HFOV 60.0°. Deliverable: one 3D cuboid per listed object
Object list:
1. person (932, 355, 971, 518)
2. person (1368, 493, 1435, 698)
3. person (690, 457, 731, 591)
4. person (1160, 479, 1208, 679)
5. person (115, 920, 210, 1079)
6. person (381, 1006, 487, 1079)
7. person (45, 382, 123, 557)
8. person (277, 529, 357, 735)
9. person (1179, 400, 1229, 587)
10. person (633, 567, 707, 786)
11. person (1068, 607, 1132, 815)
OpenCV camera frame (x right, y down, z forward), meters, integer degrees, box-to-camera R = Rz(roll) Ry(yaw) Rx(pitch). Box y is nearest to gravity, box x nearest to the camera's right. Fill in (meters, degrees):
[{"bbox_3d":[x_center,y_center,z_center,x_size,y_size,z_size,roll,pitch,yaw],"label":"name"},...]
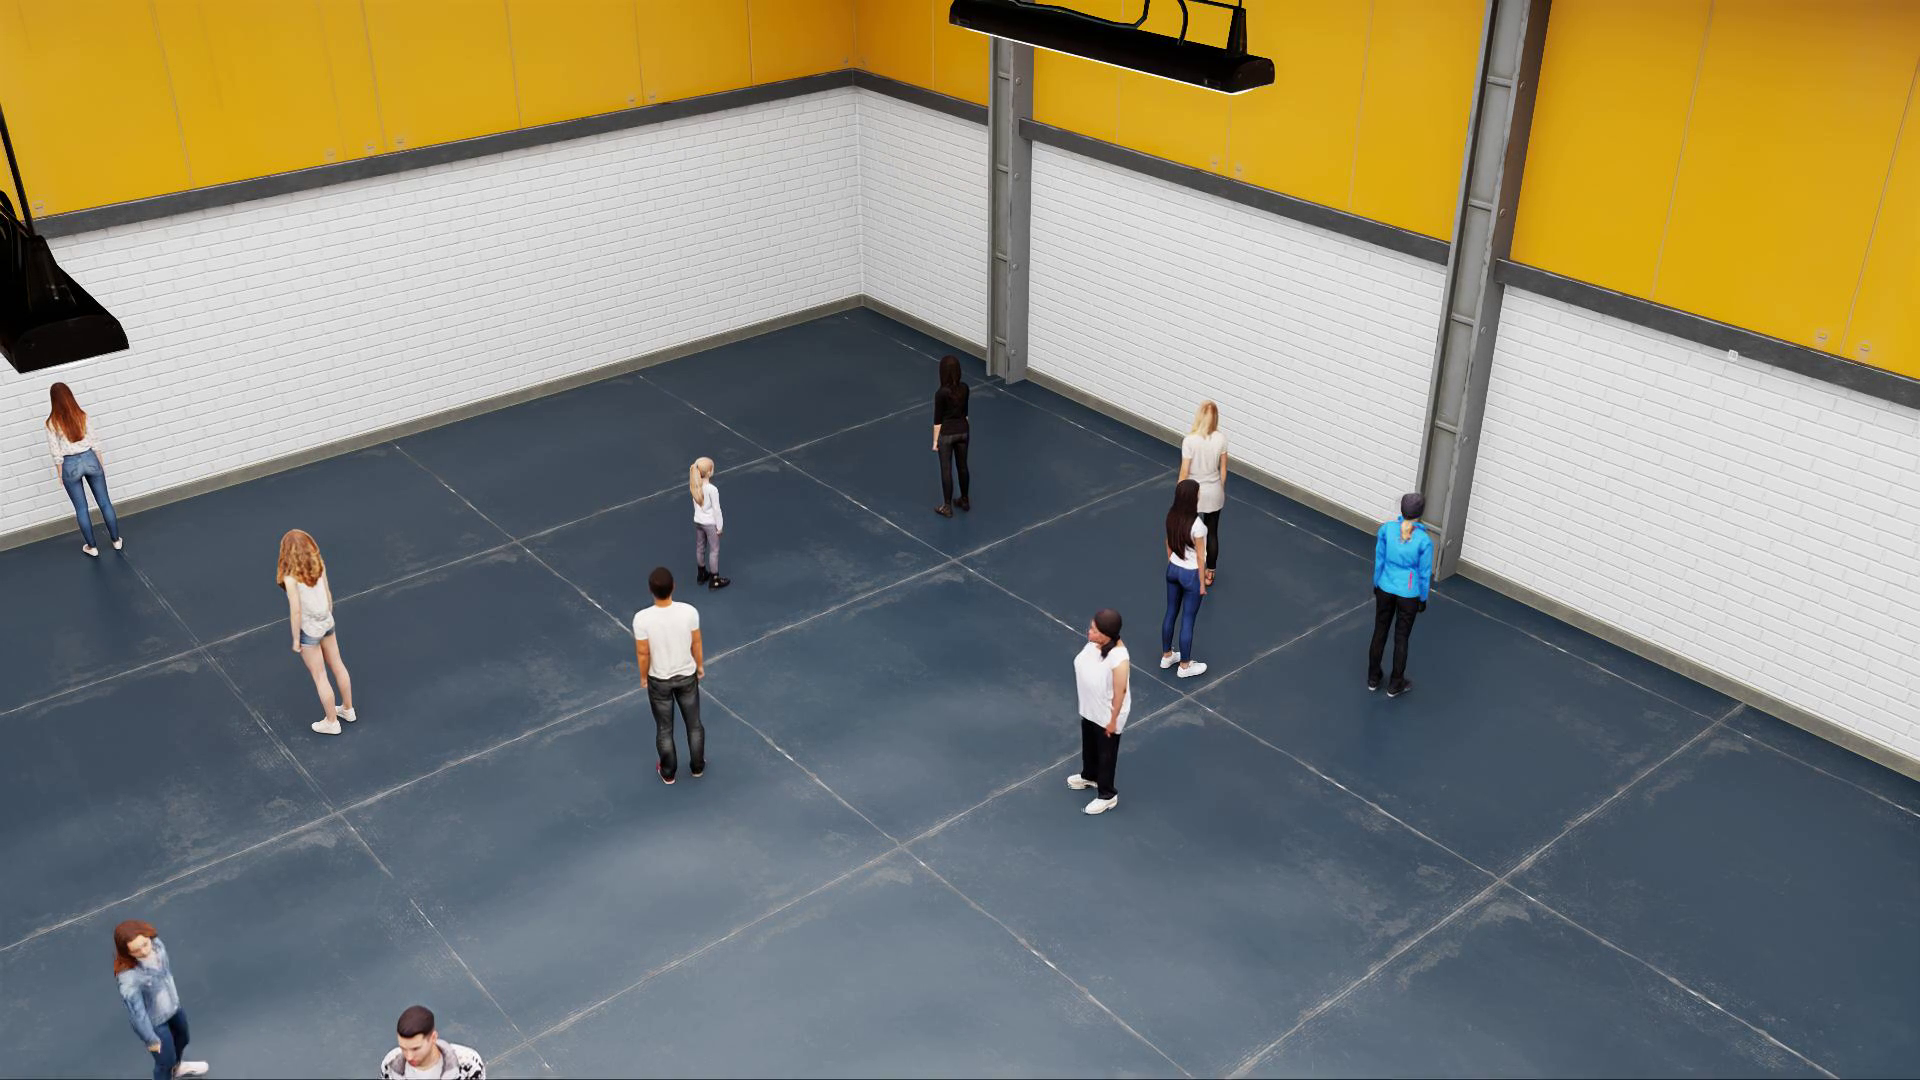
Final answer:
[{"bbox_3d":[-0.057,-1.024,16.228,0.575,1.640,0.533,-17,33,-29],"label":"person"},{"bbox_3d":[3.531,0.429,13.399,0.525,1.797,0.717,21,35,33],"label":"person"},{"bbox_3d":[-2.297,-0.164,15.031,0.478,1.277,0.577,21,35,33],"label":"person"},{"bbox_3d":[1.838,0.306,13.649,0.661,1.775,0.477,-18,34,-30],"label":"person"},{"bbox_3d":[-4.652,2.713,9.571,0.791,1.455,0.722,-5,29,-10],"label":"person"},{"bbox_3d":[-2.628,3.073,8.489,0.758,1.860,0.790,0,29,0],"label":"person"},{"bbox_3d":[-8.183,-0.670,15.486,0.571,1.729,0.497,-21,35,-33],"label":"person"},{"bbox_3d":[-4.992,0.709,12.927,0.654,1.759,0.652,12,31,21],"label":"person"},{"bbox_3d":[2.172,-0.402,14.893,0.686,1.826,0.690,-5,29,-9],"label":"person"},{"bbox_3d":[-2.139,1.001,12.347,0.703,1.802,0.660,-10,30,-17],"label":"person"},{"bbox_3d":[1.012,1.203,12.098,0.825,1.686,0.691,-6,29,-11],"label":"person"}]
